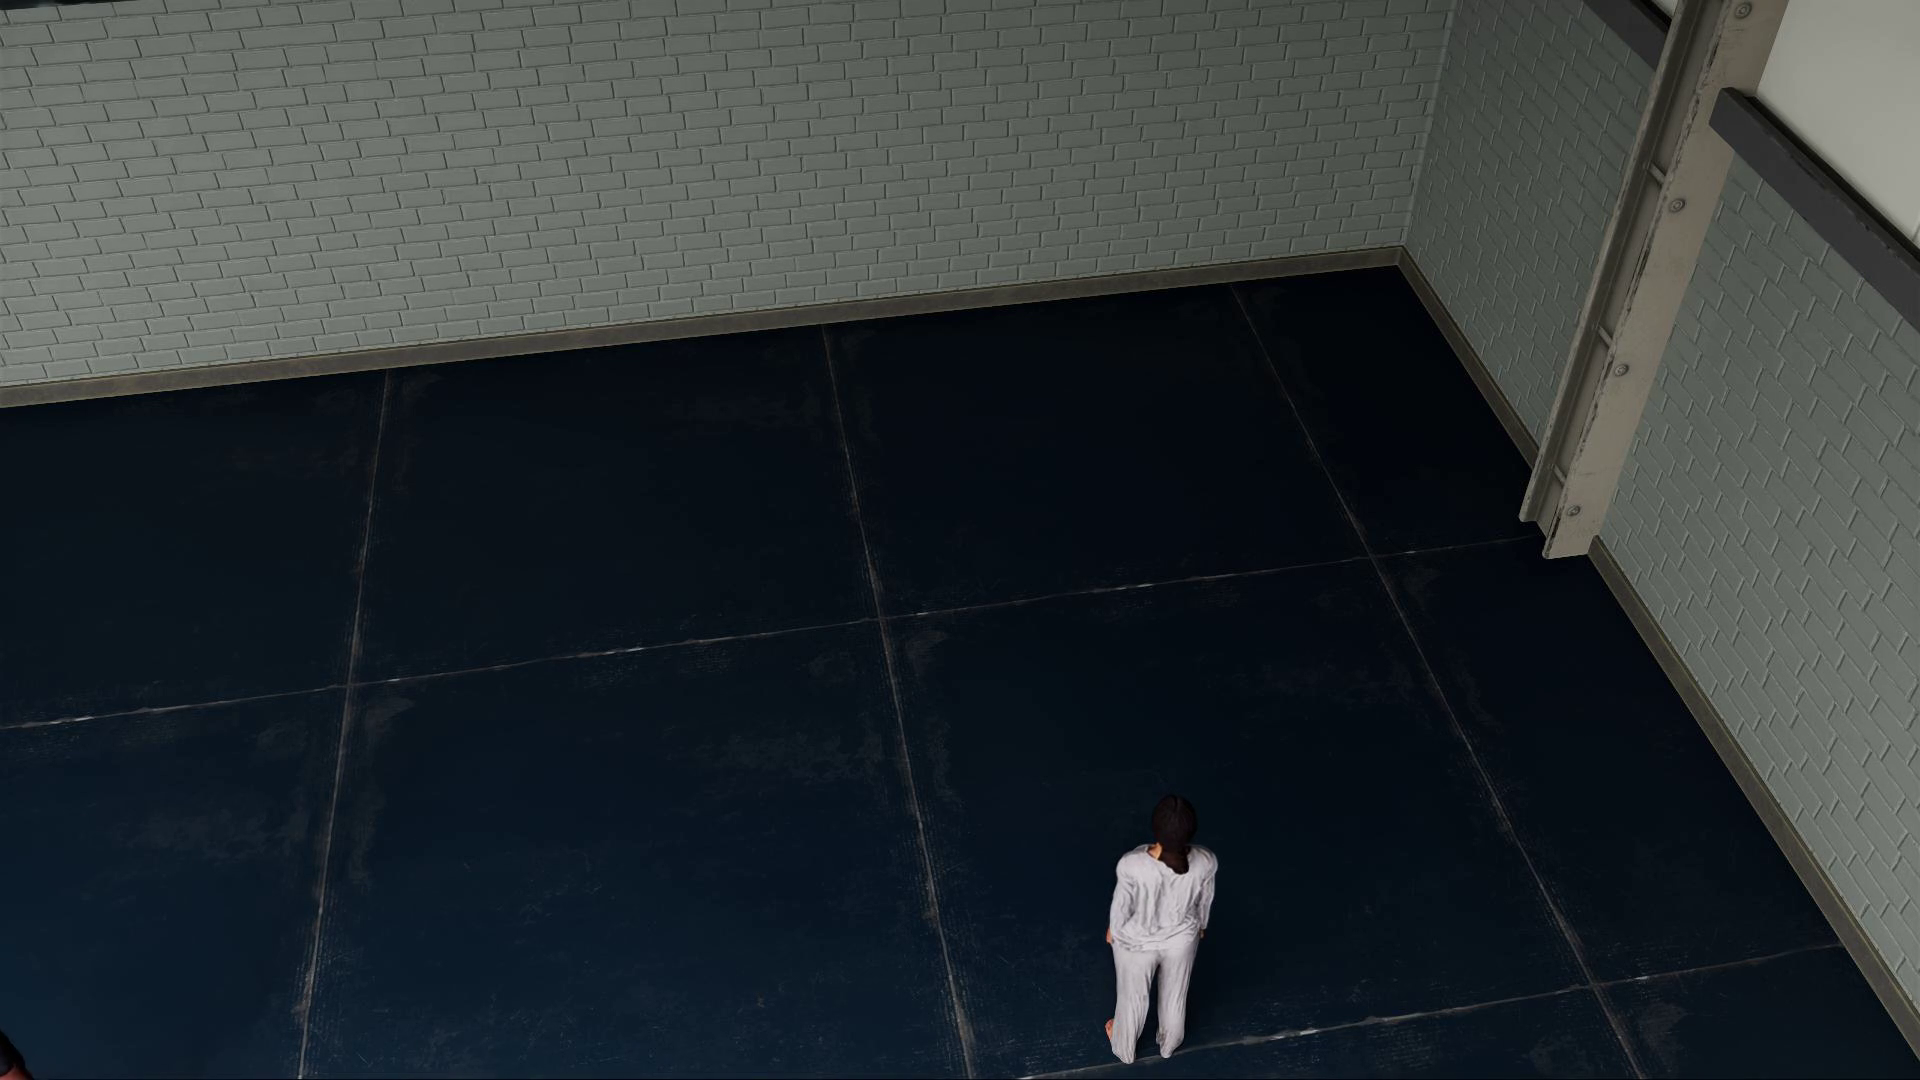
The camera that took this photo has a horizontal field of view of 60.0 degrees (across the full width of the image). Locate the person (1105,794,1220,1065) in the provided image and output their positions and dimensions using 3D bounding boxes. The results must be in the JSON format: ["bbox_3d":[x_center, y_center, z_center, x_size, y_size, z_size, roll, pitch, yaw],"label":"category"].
[{"bbox_3d":[0.845,1.681,7.065,0.596,1.774,0.545,-4,43,-4],"label":"person"}]
